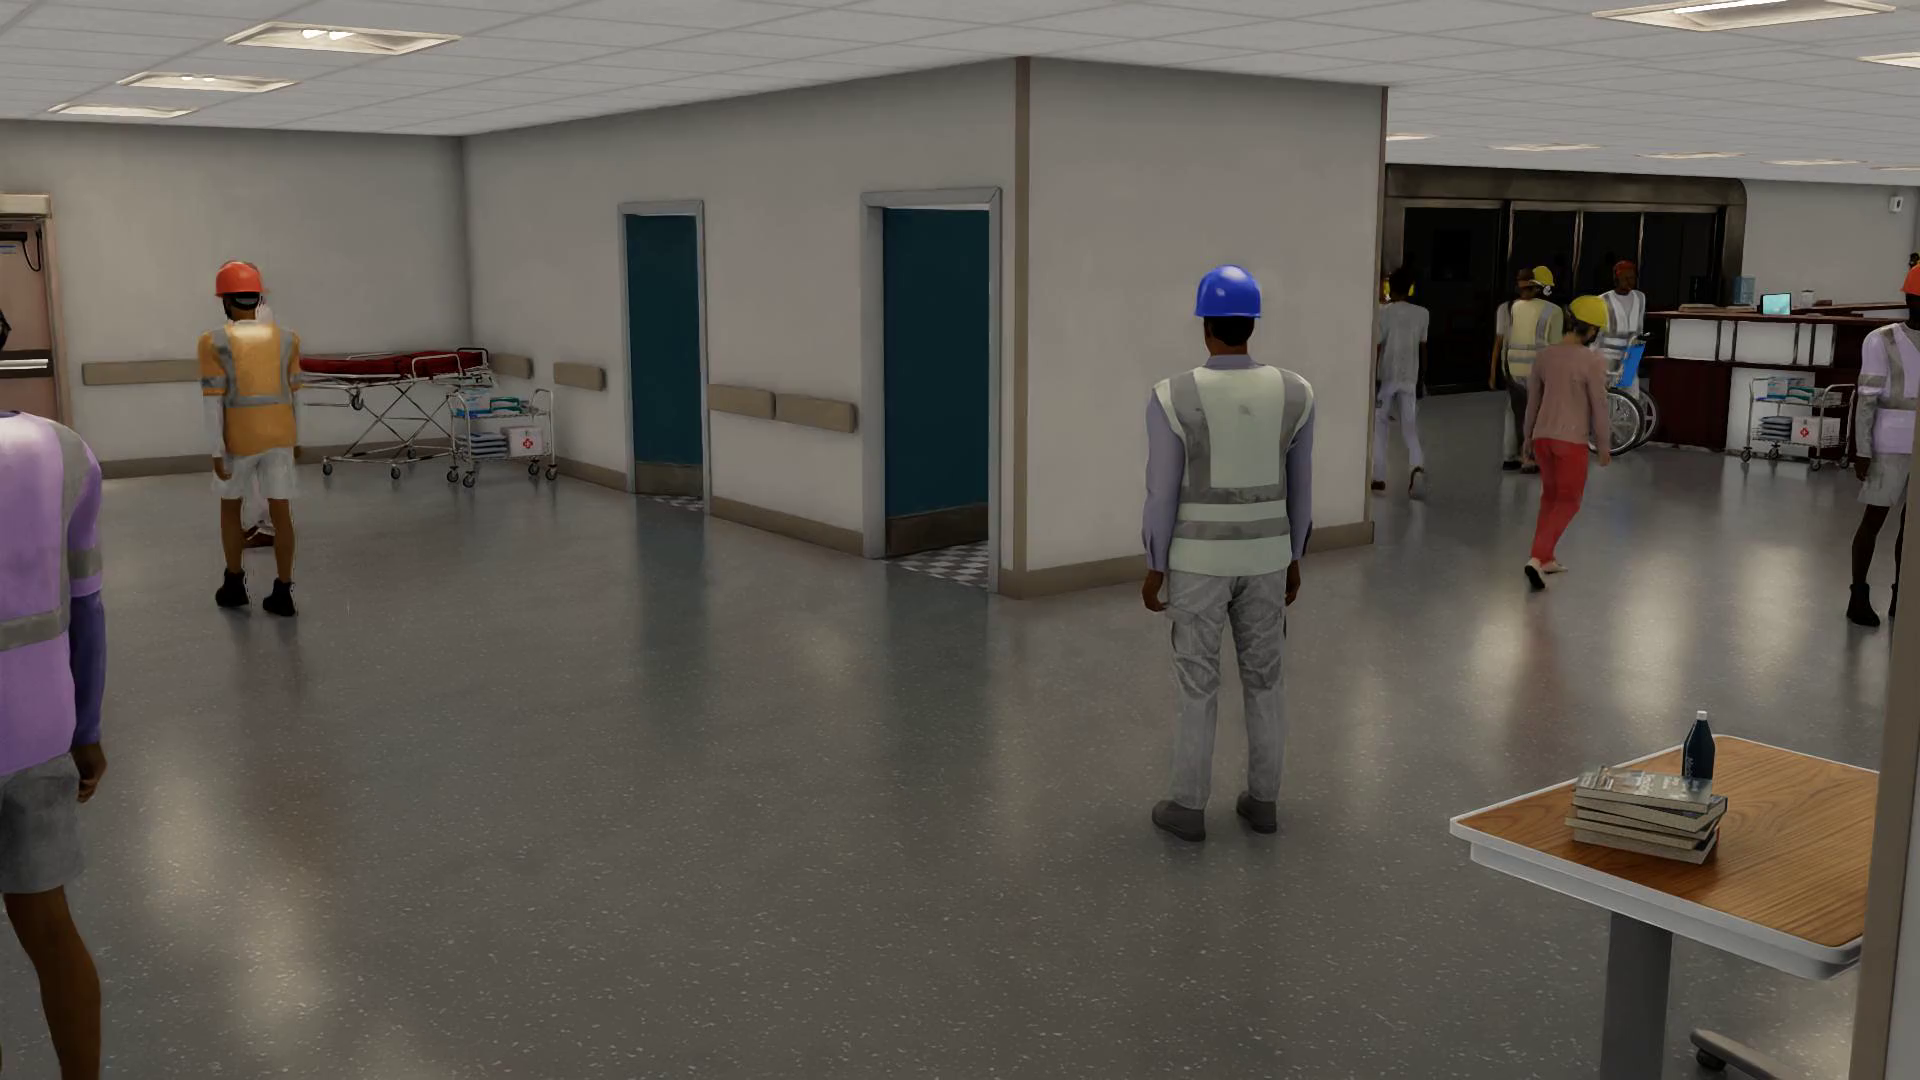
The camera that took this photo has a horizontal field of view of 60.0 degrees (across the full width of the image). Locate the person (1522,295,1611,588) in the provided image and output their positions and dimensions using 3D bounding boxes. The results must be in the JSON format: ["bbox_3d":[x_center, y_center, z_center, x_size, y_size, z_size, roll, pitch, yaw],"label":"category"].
[{"bbox_3d":[3.528,-0.586,9.838,0.675,1.729,0.528,-5,11,-26],"label":"person"}]

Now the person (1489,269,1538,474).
[{"bbox_3d":[5.031,-1.485,14.696,0.611,1.807,0.800,2,10,8],"label":"person"}]

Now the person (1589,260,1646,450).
[{"bbox_3d":[6.320,-1.758,16.034,0.606,1.862,0.471,-3,11,-17],"label":"person"}]

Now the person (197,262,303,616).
[{"bbox_3d":[-3.894,-0.556,9.148,0.560,1.908,0.747,-8,13,-37],"label":"person"}]

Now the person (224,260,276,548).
[{"bbox_3d":[-4.754,-0.905,11.131,0.409,1.909,0.639,-4,11,-21],"label":"person"}]

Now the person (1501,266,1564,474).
[{"bbox_3d":[5.056,-1.495,14.681,0.403,1.824,0.598,-8,13,-37],"label":"person"}]

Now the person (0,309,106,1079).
[{"bbox_3d":[-2.038,0.413,3.423,0.407,2.029,0.613,3,11,18],"label":"person"}]

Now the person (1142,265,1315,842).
[{"bbox_3d":[0.898,0.057,5.626,0.603,1.949,0.384,-3,10,-14],"label":"person"}]

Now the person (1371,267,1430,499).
[{"bbox_3d":[3.520,-1.259,13.306,0.517,1.837,0.817,0,10,0],"label":"person"}]

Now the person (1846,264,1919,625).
[{"bbox_3d":[5.009,-0.497,8.766,0.551,1.932,0.377,0,10,-2],"label":"person"}]
